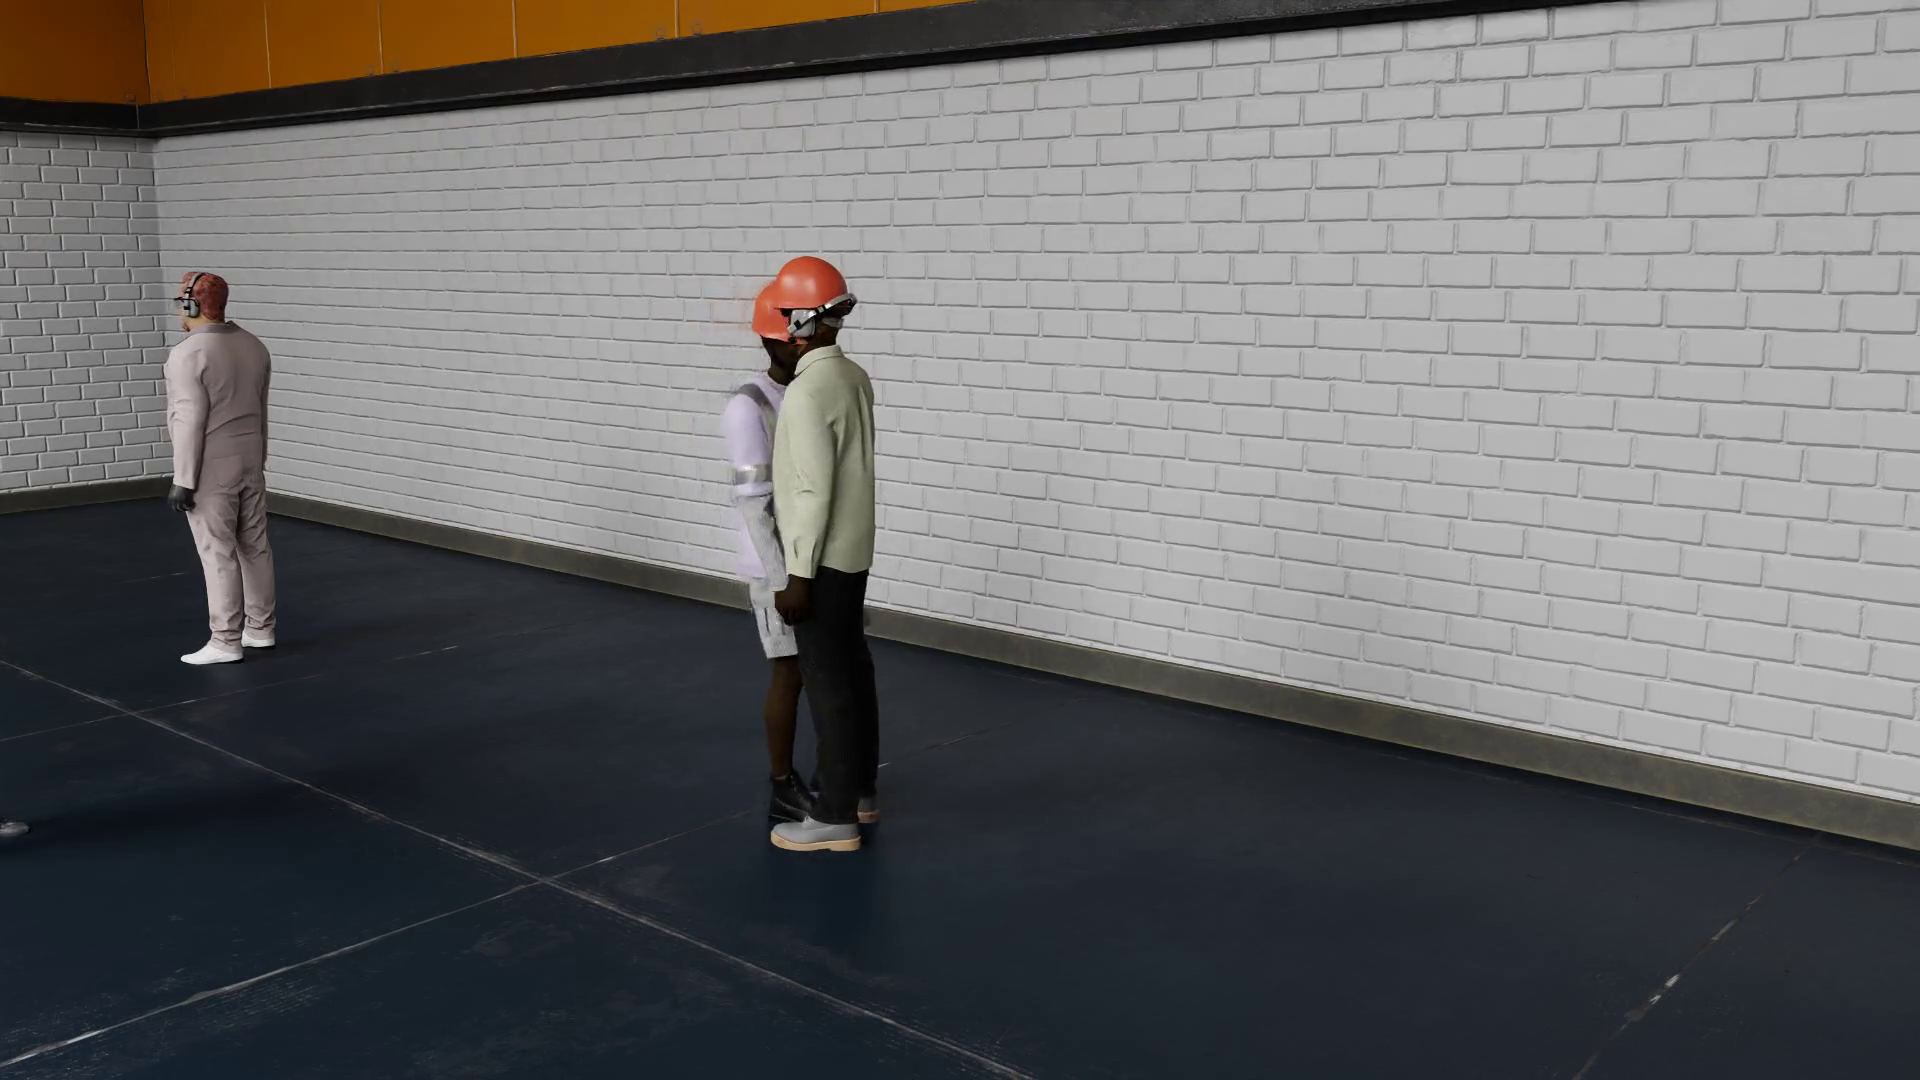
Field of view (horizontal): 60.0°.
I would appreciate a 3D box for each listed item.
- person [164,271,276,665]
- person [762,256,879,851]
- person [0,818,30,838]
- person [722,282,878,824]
[{"bbox_3d":[-3.638,-0.346,8.131,0.406,1.911,0.639,2,10,13],"label":"person"},{"bbox_3d":[-0.473,0.051,5.621,0.396,1.992,0.623,2,10,13],"label":"person"},{"bbox_3d":[-3.348,0.191,5.478,0.317,1.769,0.535,0,10,-2],"label":"person"},{"bbox_3d":[-0.525,0.067,5.738,0.455,1.918,0.567,6,12,31],"label":"person"}]
